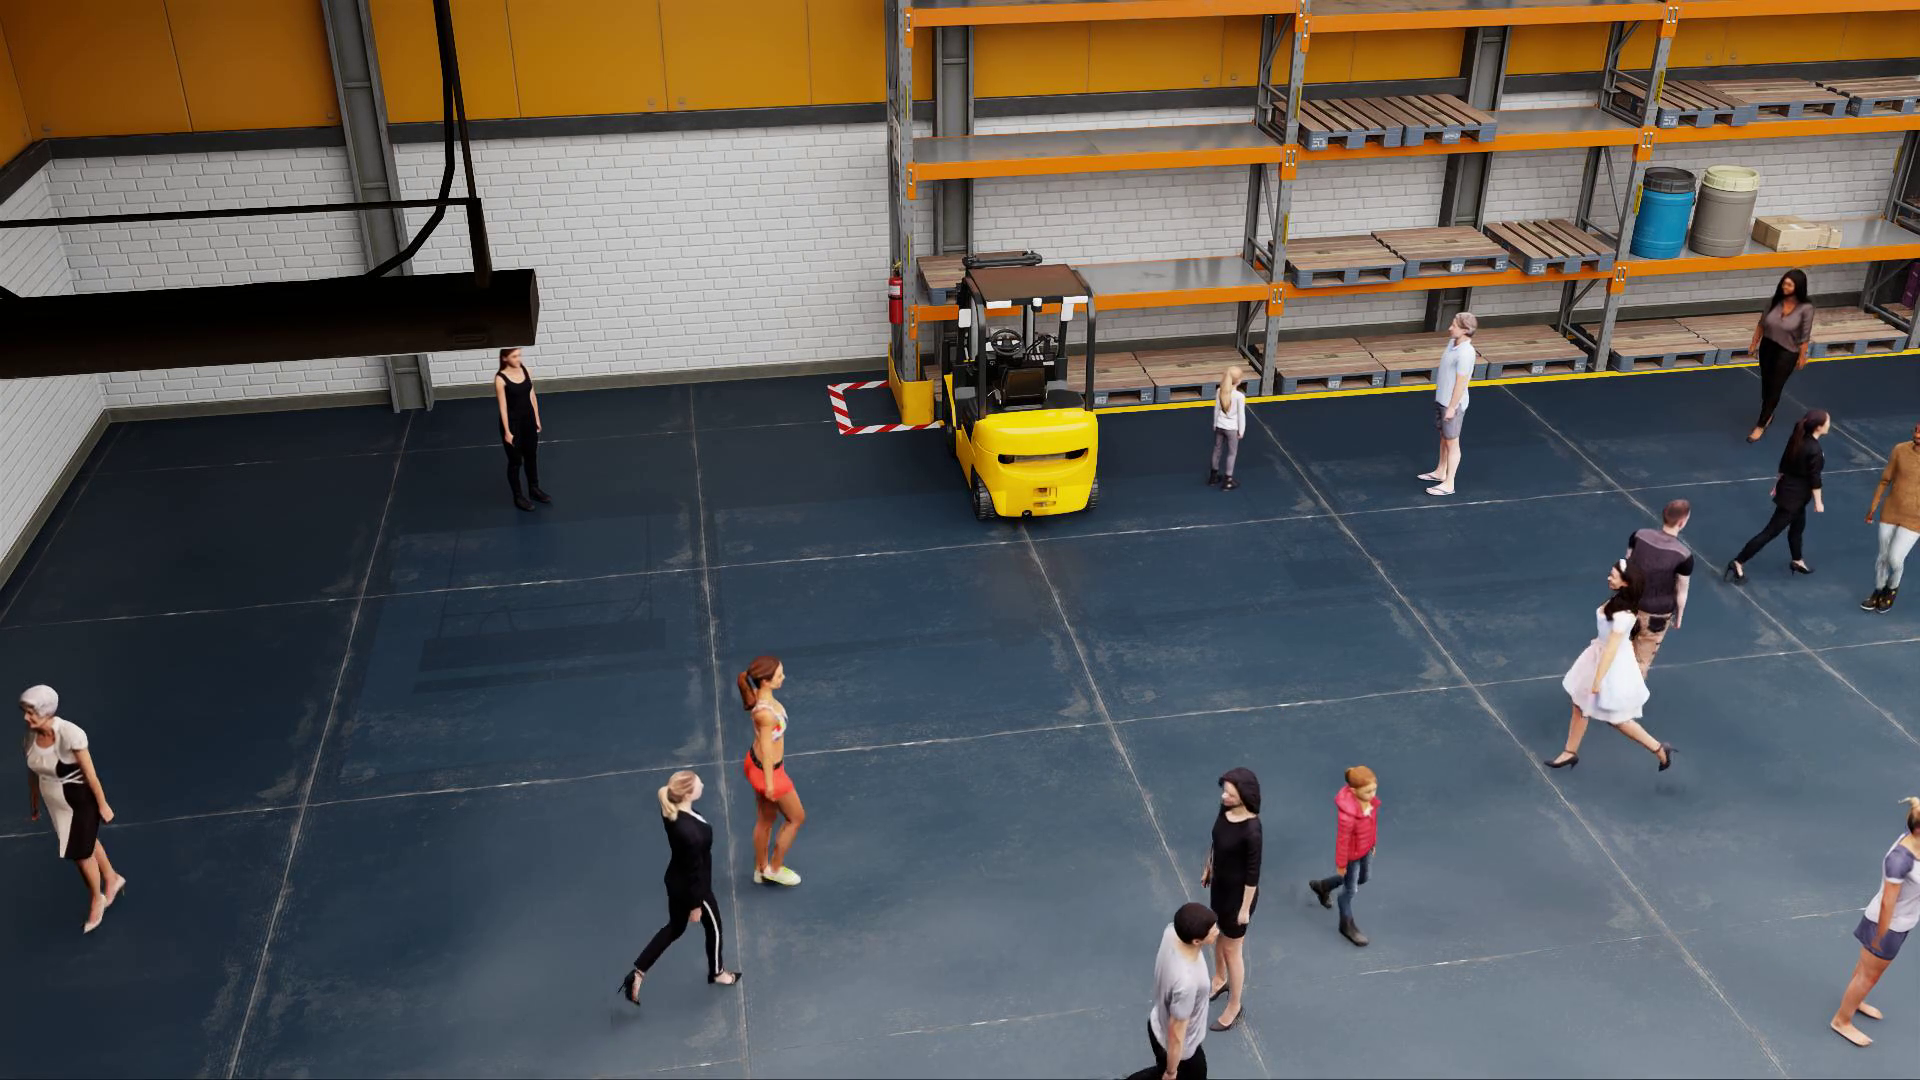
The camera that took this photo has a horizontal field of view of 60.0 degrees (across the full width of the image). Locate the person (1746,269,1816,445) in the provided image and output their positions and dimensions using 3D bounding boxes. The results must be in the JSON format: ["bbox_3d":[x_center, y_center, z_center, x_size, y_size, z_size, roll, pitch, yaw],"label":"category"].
[{"bbox_3d":[8.507,-1.925,17.172,1.072,1.814,0.921,-19,34,-31],"label":"person"}]

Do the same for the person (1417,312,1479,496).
[{"bbox_3d":[4.769,-1.337,16.075,0.619,1.832,0.686,0,29,0],"label":"person"}]

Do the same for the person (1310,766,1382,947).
[{"bbox_3d":[2.464,1.954,10.588,0.794,1.308,0.767,25,37,38],"label":"person"}]

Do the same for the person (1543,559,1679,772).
[{"bbox_3d":[4.734,0.979,11.875,1.214,1.787,1.005,10,30,17],"label":"person"}]

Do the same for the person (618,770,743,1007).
[{"bbox_3d":[-1.699,2.112,9.908,1.115,1.681,0.903,-19,34,-31],"label":"person"}]

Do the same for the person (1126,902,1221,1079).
[{"bbox_3d":[1.057,2.631,8.798,1.059,1.834,0.738,-2,29,-4],"label":"person"}]

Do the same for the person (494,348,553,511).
[{"bbox_3d":[-4.193,-1.099,15.788,0.729,1.689,0.669,19,34,30],"label":"person"}]

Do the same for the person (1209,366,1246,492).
[{"bbox_3d":[2.599,-1.093,16.207,0.586,1.277,0.638,23,36,35],"label":"person"}]

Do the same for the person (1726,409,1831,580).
[{"bbox_3d":[7.152,-0.342,14.474,1.118,1.618,0.754,1,29,2],"label":"person"}]

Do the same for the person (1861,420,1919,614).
[{"bbox_3d":[8.023,-0.225,14.063,0.756,1.805,0.754,-19,34,-31],"label":"person"}]

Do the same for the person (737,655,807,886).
[{"bbox_3d":[-1.343,1.536,10.866,0.625,1.776,0.606,-9,30,-16],"label":"person"}]

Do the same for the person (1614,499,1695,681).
[{"bbox_3d":[5.170,0.534,12.650,0.805,1.828,0.806,-20,34,-32],"label":"person"}]

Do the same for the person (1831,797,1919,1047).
[{"bbox_3d":[5.460,2.222,9.769,0.715,1.623,0.633,22,36,35],"label":"person"}]

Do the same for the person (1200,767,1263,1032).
[{"bbox_3d":[1.621,2.092,9.816,0.504,1.805,0.613,-4,29,-8],"label":"person"}]

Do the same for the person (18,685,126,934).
[{"bbox_3d":[-5.631,1.648,10.697,0.794,1.741,0.874,11,30,19],"label":"person"}]
